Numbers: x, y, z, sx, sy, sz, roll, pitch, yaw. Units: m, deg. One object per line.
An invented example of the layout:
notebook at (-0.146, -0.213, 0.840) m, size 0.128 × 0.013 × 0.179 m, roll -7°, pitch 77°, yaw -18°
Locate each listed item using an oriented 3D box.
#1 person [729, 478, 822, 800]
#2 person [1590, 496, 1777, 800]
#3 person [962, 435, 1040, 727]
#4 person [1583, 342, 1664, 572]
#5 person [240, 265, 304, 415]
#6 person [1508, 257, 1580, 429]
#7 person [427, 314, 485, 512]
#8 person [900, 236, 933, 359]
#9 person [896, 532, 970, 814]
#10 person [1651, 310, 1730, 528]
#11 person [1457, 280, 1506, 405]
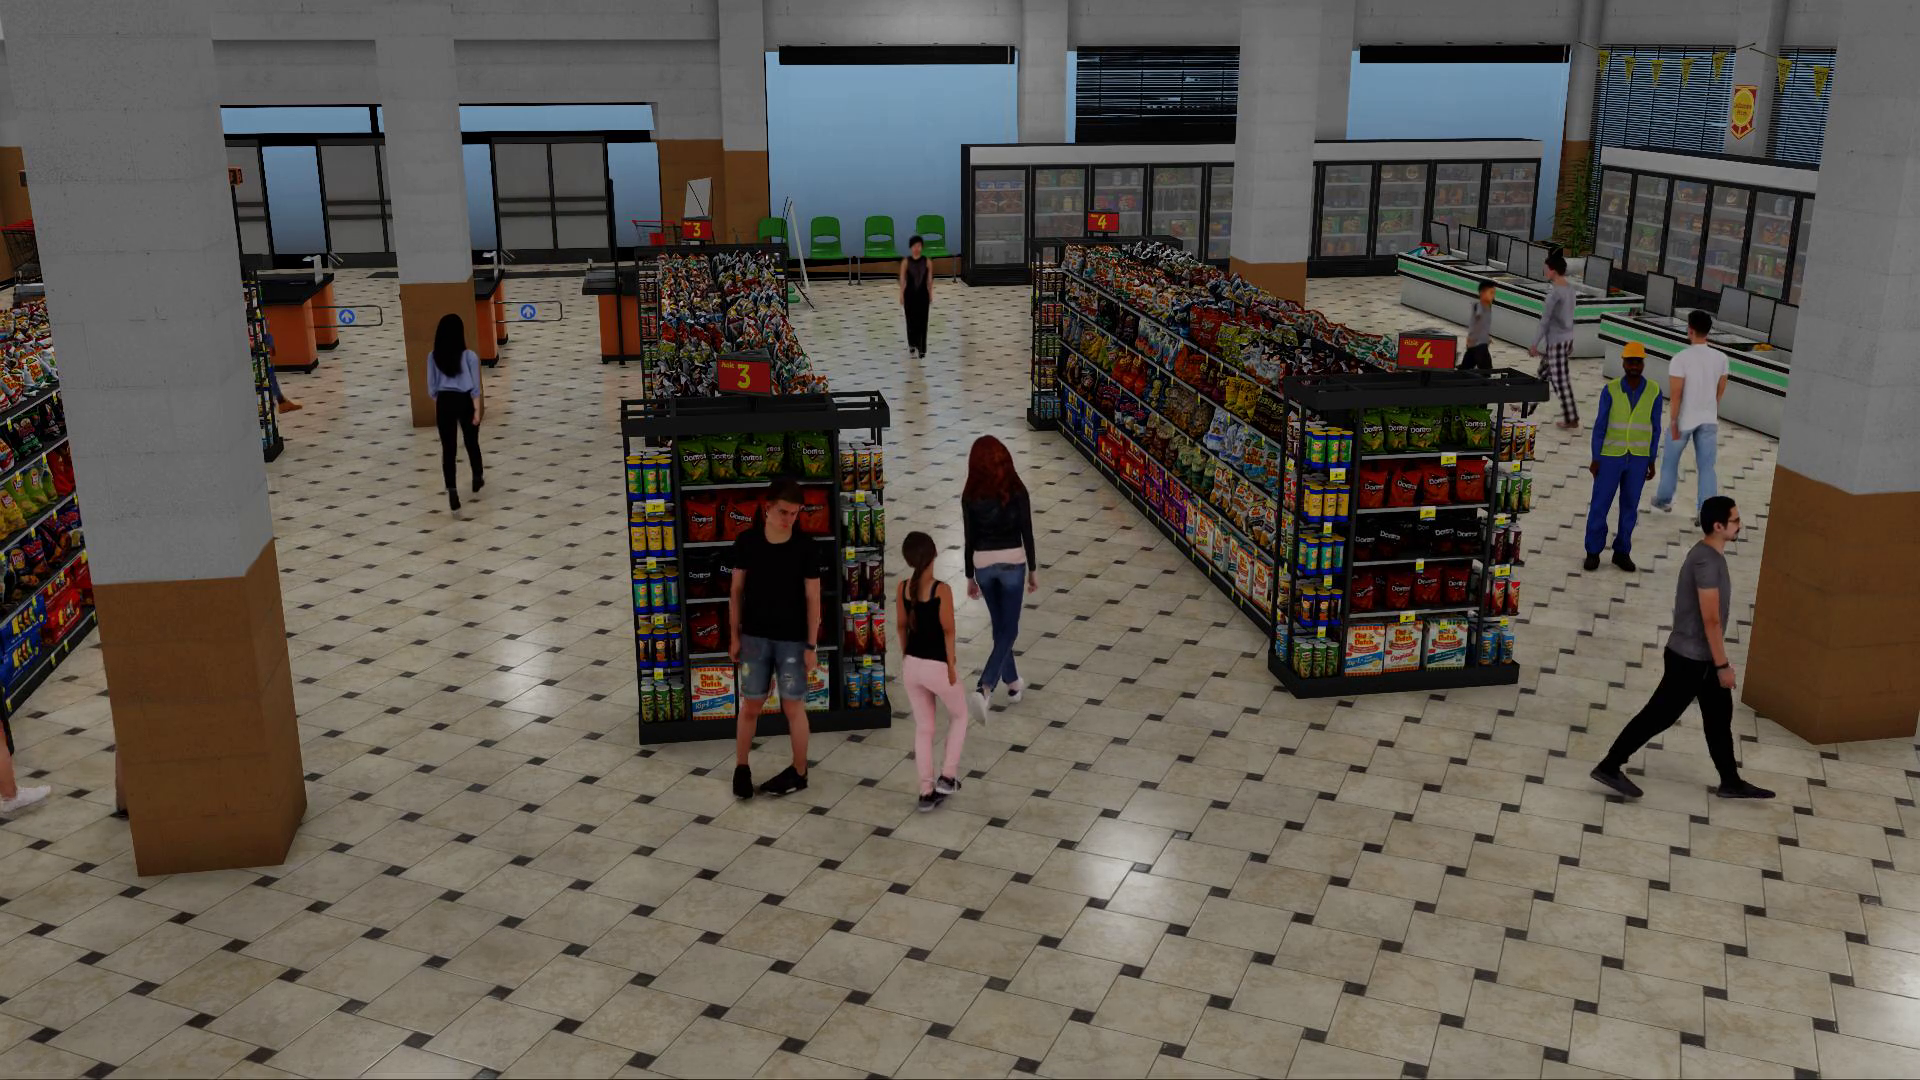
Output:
person at (-0.958, 0.523, 9.124) m, size 0.780 × 1.831 × 0.737 m, roll 6°, pitch 18°, yaw 18°
person at (3.877, 0.623, 9.001) m, size 1.142 × 1.712 × 1.175 m, roll 8°, pitch 19°, yaw 25°
person at (0.218, 0.271, 10.081) m, size 0.942 × 1.759 × 1.237 m, roll 4°, pitch 17°, yaw 14°
person at (5.209, -0.657, 13.044) m, size 0.734 × 1.812 × 0.680 m, roll 2°, pitch 17°, yaw 8°
person at (-7.760, -2.088, 18.012) m, size 1.131 × 1.665 × 1.195 m, roll -16°, pitch 23°, yaw -42°
person at (6.439, -2.060, 17.670) m, size 1.041 × 1.809 × 1.181 m, roll -16°, pitch 23°, yaw -42°
person at (-4.457, -1.071, 14.623) m, size 0.721 × 1.687 × 1.180 m, roll -2°, pitch 17°, yaw -5°
person at (-0.581, -3.157, 21.723) m, size 0.623 × 1.552 × 1.038 m, roll -2°, pitch 17°, yaw -6°
person at (-0.192, 0.733, 8.930) m, size 0.660 × 1.542 × 0.720 m, roll 9°, pitch 19°, yaw 28°
person at (6.254, -0.972, 14.077) m, size 0.890 × 1.815 × 1.277 m, roll 1°, pitch 17°, yaw 5°
person at (5.930, -2.334, 19.243) m, size 1.078 × 1.420 × 0.999 m, roll 13°, pitch 21°, yaw 36°
